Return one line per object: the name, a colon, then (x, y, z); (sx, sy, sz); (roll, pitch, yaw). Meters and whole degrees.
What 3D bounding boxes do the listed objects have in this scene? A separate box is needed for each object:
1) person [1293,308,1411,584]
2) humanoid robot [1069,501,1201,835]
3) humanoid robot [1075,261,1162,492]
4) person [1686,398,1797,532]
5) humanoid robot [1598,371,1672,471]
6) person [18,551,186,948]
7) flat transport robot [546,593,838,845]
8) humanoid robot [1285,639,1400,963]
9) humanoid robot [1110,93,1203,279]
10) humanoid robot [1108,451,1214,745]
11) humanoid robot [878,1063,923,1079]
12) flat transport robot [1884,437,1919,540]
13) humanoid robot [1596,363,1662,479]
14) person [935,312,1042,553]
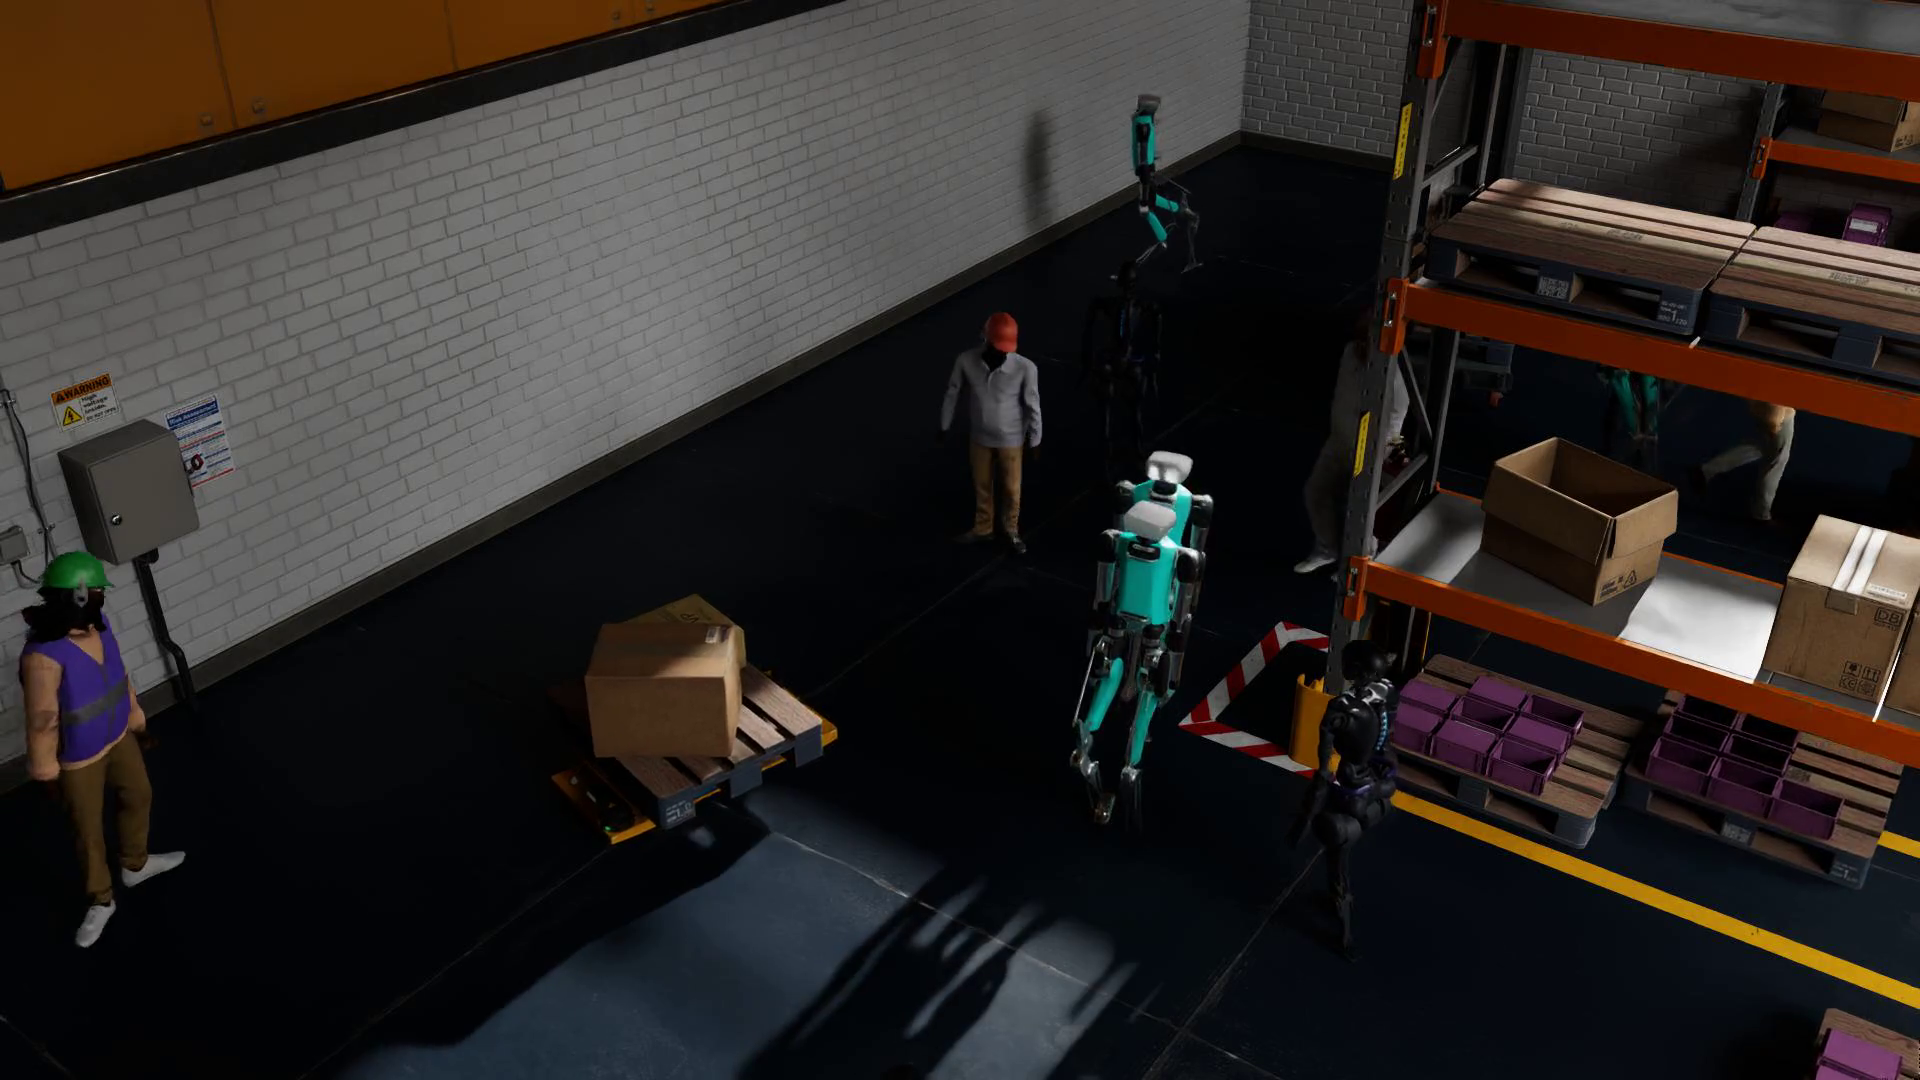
person: (2.422, -0.546, 10.365); (0.638, 1.885, 0.668); (-12, 32, -20)
humanoid robot: (0.804, 0.777, 8.341); (0.534, 1.879, 0.789); (14, 33, 22)
humanoid robot: (1.116, -1.213, 11.761); (0.601, 1.636, 0.715); (6, 30, 10)
person: (5.368, -0.937, 11.071); (0.646, 1.861, 0.563); (9, 31, 14)
humanoid robot: (4.840, -1.249, 11.802); (0.401, 1.664, 0.591); (-19, 35, -29)
person: (-4.091, 0.987, 7.714); (0.420, 1.889, 0.720); (5, 30, 9)
flat transport robot: (-1.434, 1.145, 9.053); (1.431, 0.231, 0.659); (-23, 37, -34)
humanoid robot: (1.761, 1.179, 7.591); (0.602, 1.644, 0.482); (-23, 37, -34)
humanoid robot: (1.919, -3.146, 15.089); (1.013, 1.784, 0.537); (2, 30, 4)
humanoid robot: (1.104, 0.212, 9.190); (0.567, 1.763, 0.790); (7, 31, 12)
humanoid robot: (-0.317, 2.423, 5.437); (0.631, 1.623, 0.517); (6, 30, 10)
flat transport robot: (6.831, 0.071, 10.916); (1.431, 0.231, 0.659); (-2, 30, -4)
humanoid robot: (4.731, -1.142, 11.548); (0.639, 1.775, 0.801); (3, 30, 5)
person: (0.181, -0.689, 10.777); (0.702, 1.731, 0.368); (12, 32, 19)
